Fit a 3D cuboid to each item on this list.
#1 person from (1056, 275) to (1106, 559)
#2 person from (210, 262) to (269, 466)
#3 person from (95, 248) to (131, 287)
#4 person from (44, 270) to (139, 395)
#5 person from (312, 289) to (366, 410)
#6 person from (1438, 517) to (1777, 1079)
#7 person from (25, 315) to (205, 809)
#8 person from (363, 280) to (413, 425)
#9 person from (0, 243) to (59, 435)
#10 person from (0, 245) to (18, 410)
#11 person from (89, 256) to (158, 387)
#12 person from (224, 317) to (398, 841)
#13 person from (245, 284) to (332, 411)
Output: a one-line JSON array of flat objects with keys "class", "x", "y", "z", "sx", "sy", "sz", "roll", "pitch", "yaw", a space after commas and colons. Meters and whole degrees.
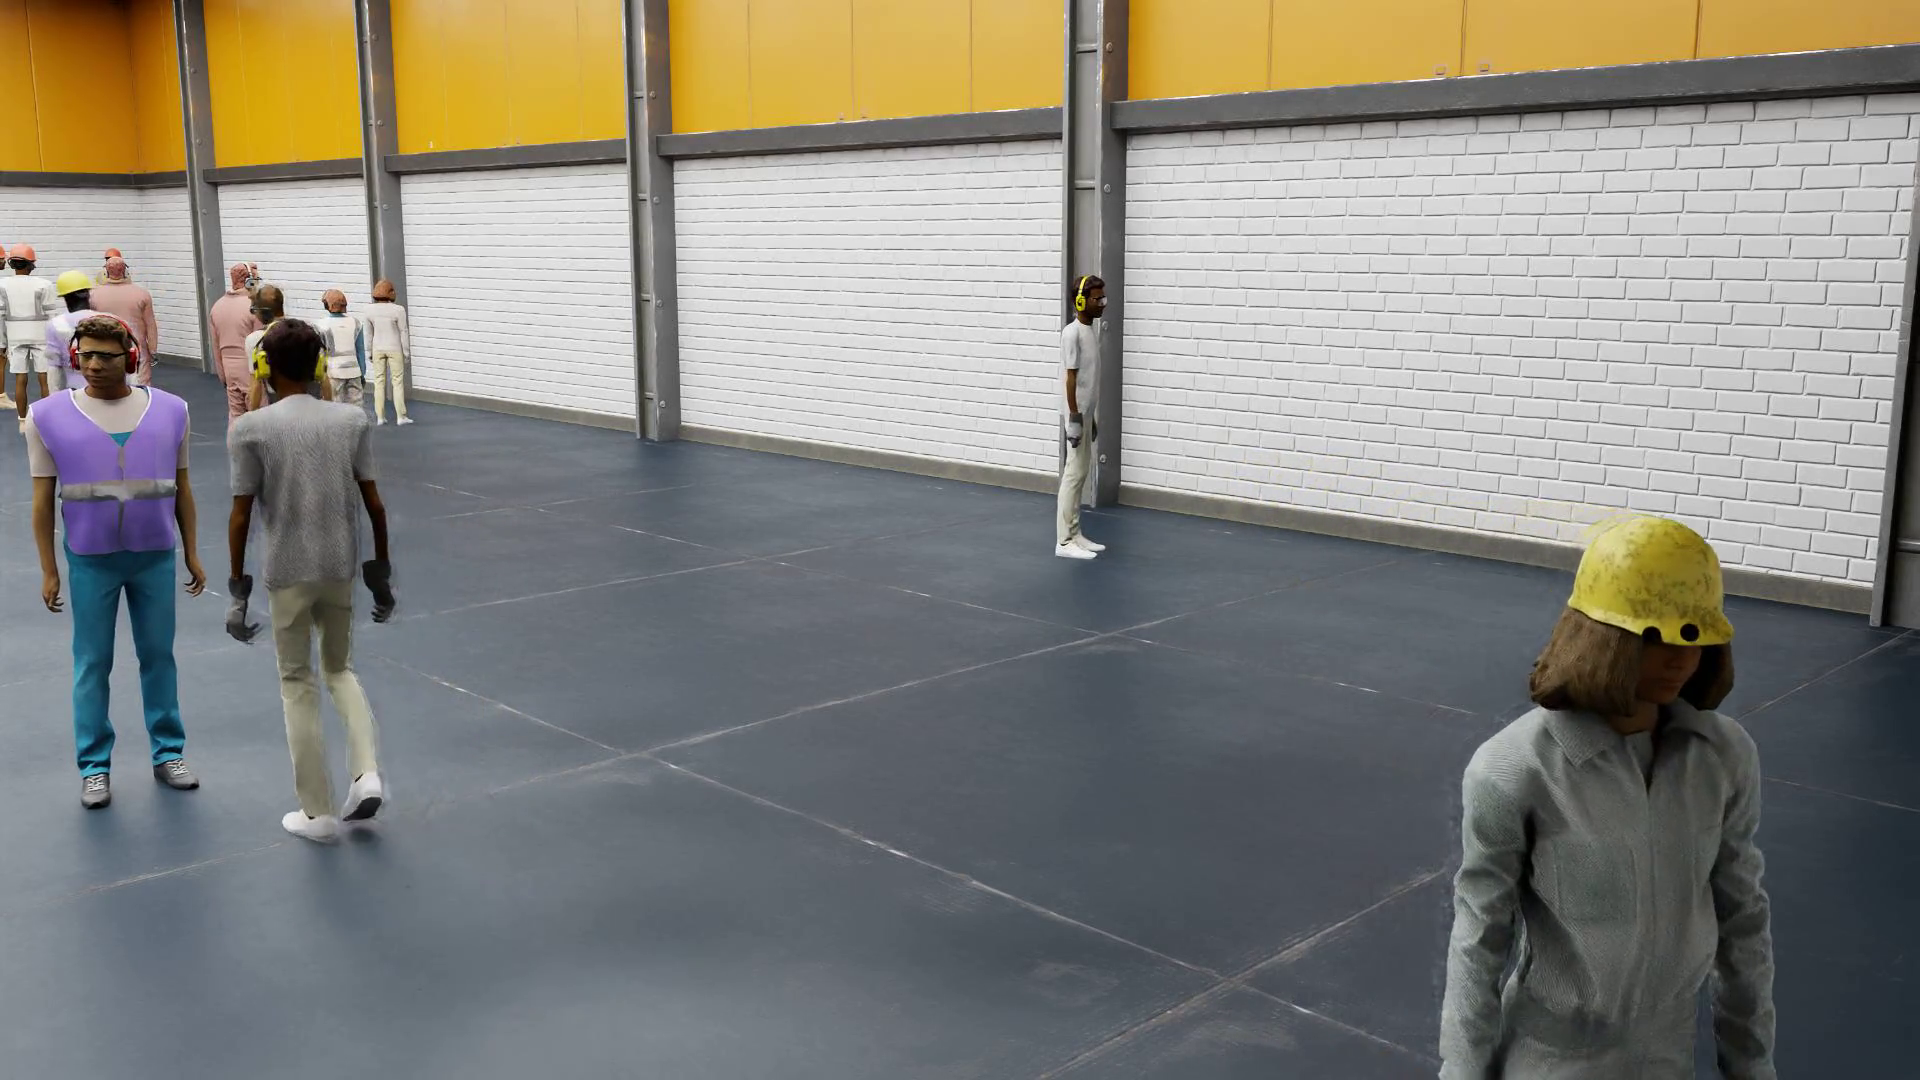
[{"class": "person", "x": 0.815, "y": -0.817, "z": 11.066, "sx": 0.315, "sy": 1.869, "sz": 0.526, "roll": 3, "pitch": 11, "yaw": 17}, {"class": "person", "x": -5.953, "y": -1.372, "z": 13.991, "sx": 0.651, "sy": 1.906, "sz": 0.403, "roll": 5, "pitch": 12, "yaw": 27}, {"class": "person", "x": -13.181, "y": -3.590, "z": 26.025, "sx": 0.542, "sy": 1.931, "sz": 0.366, "roll": -1, "pitch": 10, "yaw": -6}, {"class": "person", "x": -6.506, "y": -1.089, "z": 12.566, "sx": 0.963, "sy": 1.876, "sz": 0.637, "roll": 9, "pitch": 13, "yaw": 39}, {"class": "person", "x": -5.716, "y": -1.489, "z": 15.357, "sx": 0.311, "sy": 1.639, "sz": 0.521, "roll": 8, "pitch": 13, "yaw": 39}, {"class": "person", "x": 1.012, "y": 0.820, "z": 2.545, "sx": 0.491, "sy": 1.729, "sz": 0.480, "roll": -4, "pitch": 11, "yaw": -20}, {"class": "person", "x": -3.181, "y": 0.070, "z": 6.304, "sx": 0.567, "sy": 1.840, "sz": 0.375, "roll": -9, "pitch": 13, "yaw": -39}, {"class": "person", "x": -6.452, "y": -2.111, "z": 18.765, "sx": 0.500, "sy": 1.633, "sz": 0.280, "roll": 0, "pitch": 10, "yaw": 2}, {"class": "person", "x": -9.953, "y": -2.138, "z": 17.796, "sx": 0.614, "sy": 2.042, "sz": 0.373, "roll": -3, "pitch": 11, "yaw": -16}, {"class": "person", "x": -11.767, "y": -2.615, "z": 20.394, "sx": 0.373, "sy": 2.043, "sz": 0.615, "roll": -7, "pitch": 12, "yaw": -33}, {"class": "person", "x": -8.652, "y": -1.967, "z": 17.227, "sx": 0.642, "sy": 1.913, "sz": 0.409, "roll": -4, "pitch": 11, "yaw": -22}, {"class": "person", "x": -2.294, "y": 0.150, "z": 5.859, "sx": 0.409, "sy": 1.843, "sz": 0.554, "roll": 9, "pitch": 14, "yaw": 40}, {"class": "person", "x": -4.602, "y": -0.844, "z": 11.395, "sx": 0.775, "sy": 1.799, "sz": 0.545, "roll": 7, "pitch": 12, "yaw": 32}]
